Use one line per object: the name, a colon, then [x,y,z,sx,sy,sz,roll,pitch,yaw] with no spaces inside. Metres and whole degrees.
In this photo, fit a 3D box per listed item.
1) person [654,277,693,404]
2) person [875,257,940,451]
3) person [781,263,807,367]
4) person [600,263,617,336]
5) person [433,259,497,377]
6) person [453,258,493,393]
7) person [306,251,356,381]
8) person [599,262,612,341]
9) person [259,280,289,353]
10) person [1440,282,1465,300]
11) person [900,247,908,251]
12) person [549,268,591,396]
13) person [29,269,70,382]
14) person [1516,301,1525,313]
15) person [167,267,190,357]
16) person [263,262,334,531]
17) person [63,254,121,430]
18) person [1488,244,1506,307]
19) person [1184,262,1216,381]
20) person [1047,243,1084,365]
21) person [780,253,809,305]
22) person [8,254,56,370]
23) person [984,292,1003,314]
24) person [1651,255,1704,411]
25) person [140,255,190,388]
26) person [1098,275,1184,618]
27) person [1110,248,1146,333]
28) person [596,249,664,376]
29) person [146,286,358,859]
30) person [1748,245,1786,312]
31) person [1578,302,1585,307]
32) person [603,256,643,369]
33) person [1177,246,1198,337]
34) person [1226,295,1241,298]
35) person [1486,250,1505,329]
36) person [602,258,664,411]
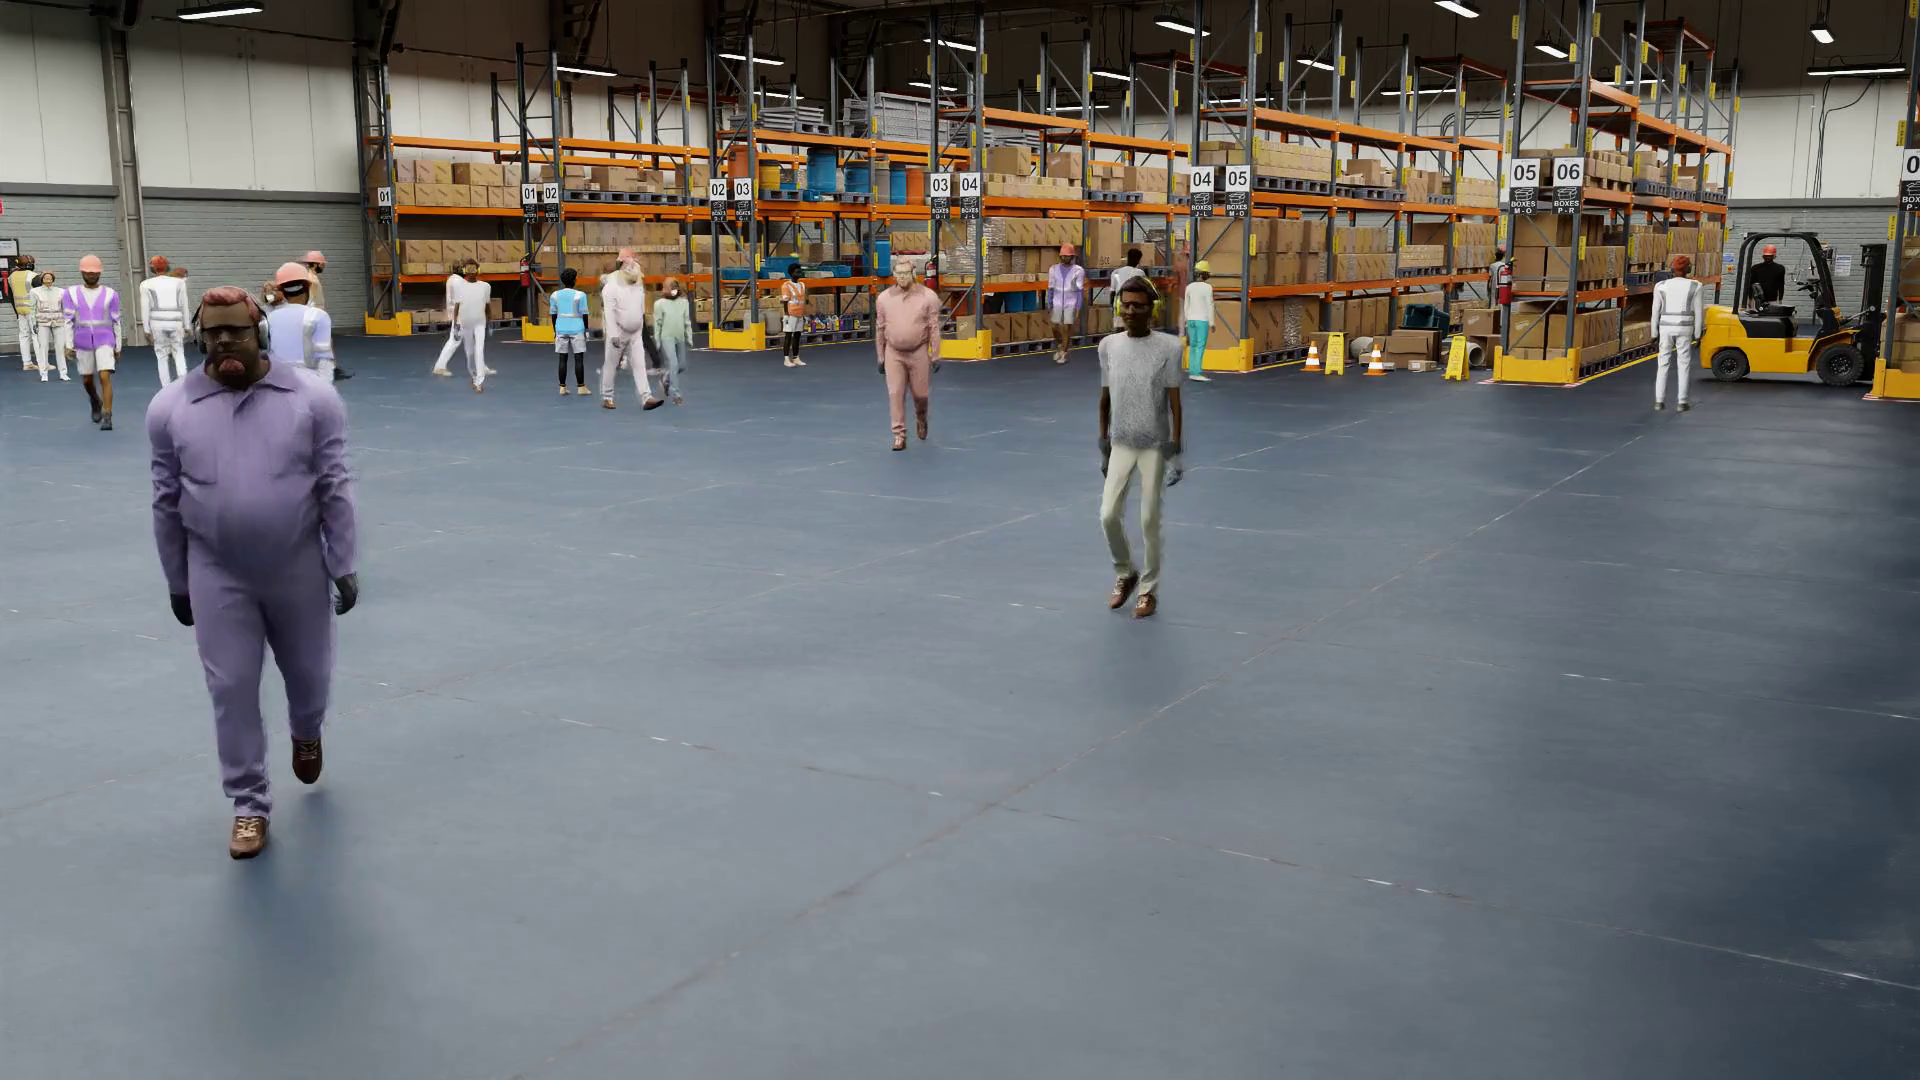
person: [-3.670,-2.540,21.127,0.503,1.608,0.631,-9,13,-40]
person: [-0.515,-1.842,16.435,0.654,1.882,0.687,1,10,6]
person: [-2.714,-3.682,27.273,0.320,1.695,0.537,7,12,33]
person: [-6.666,-4.503,32.036,0.514,1.641,0.308,1,10,5]
person: [-7.601,-3.372,25.289,0.974,1.799,0.637,-5,11,-26]
person: [-6.684,-2.946,22.819,0.529,1.837,0.971,-2,10,-14]
person: [-9.342,-3.280,24.436,0.922,1.896,0.562,-5,11,-24]
person: [-7.220,-4.898,34.250,0.522,1.639,0.306,7,12,34]
person: [-7.786,-2.176,19.089,0.501,1.607,0.734,-1,10,-6]
person: [12.662,-6.579,42.538,0.930,2.000,0.711,8,13,38]
person: [-1.315,-6.377,41.751,0.637,1.923,0.748,10,14,44]
person: [-5.167,-2.757,22.095,0.541,1.696,0.315,2,10,11]
person: [-13.395,-3.156,24.491,0.511,1.641,0.307,-9,13,-40]
person: [14.497,-6.555,42.691,0.366,1.938,0.630,5,11,26]
person: [-13.890,-4.029,29.496,0.607,1.597,0.412,8,13,37]
person: [-4.598,-0.980,11.611,0.582,1.885,0.596,2,10,11]
person: [-9.481,-2.172,18.237,0.555,1.912,0.823,-4,11,-20]
person: [13.213,-6.292,41.047,0.619,1.998,0.701,4,11,20]
person: [3.536,-3.212,24.530,0.417,1.755,0.538,-8,13,-37]
person: [1.746,-3.930,27.754,0.638,2.018,0.440,3,10,14]
person: [-3.566,-5.215,35.559,0.594,1.796,0.868,5,11,28]
person: [-14.825,-3.624,26.551,0.624,1.844,0.429,3,11,16]
person: [0.692,-4.870,33.305,0.391,1.920,0.587,-4,11,-20]
person: [8.678,-2.502,20.139,0.583,1.883,0.337,6,12,31]
person: [-10.370,-2.780,21.740,0.594,1.870,0.520,-8,13,-38]
person: [0.973,-0.489,8.976,0.527,1.855,0.418,4,11,22]
person: [2.775,-3.860,27.587,0.652,1.934,0.657,3,11,17]
person: [-5.007,-3.449,25.315,1.049,1.942,0.629,-5,11,-27]
person: [-2.414,0.069,5.728,0.644,1.887,0.764,-4,11,-20]
person: [15.153,-4.543,31.269,0.612,1.991,0.392,4,11,22]
person: [13.534,-5.391,36.426,0.563,1.847,0.390,2,10,11]
person: [-5.467,-3.693,26.959,0.652,1.829,0.521,-6,12,-31]
person: [4.688,-4.922,33.443,0.646,1.968,0.807,9,14,43]
person: [6.070,-5.428,36.509,0.655,1.888,0.985,7,12,34]
person: [12.765,-5.936,39.459,0.509,1.860,0.334,3,11,16]
person: [-4.031,-2.488,20.185,1.005,1.834,0.668,9,13,40]
